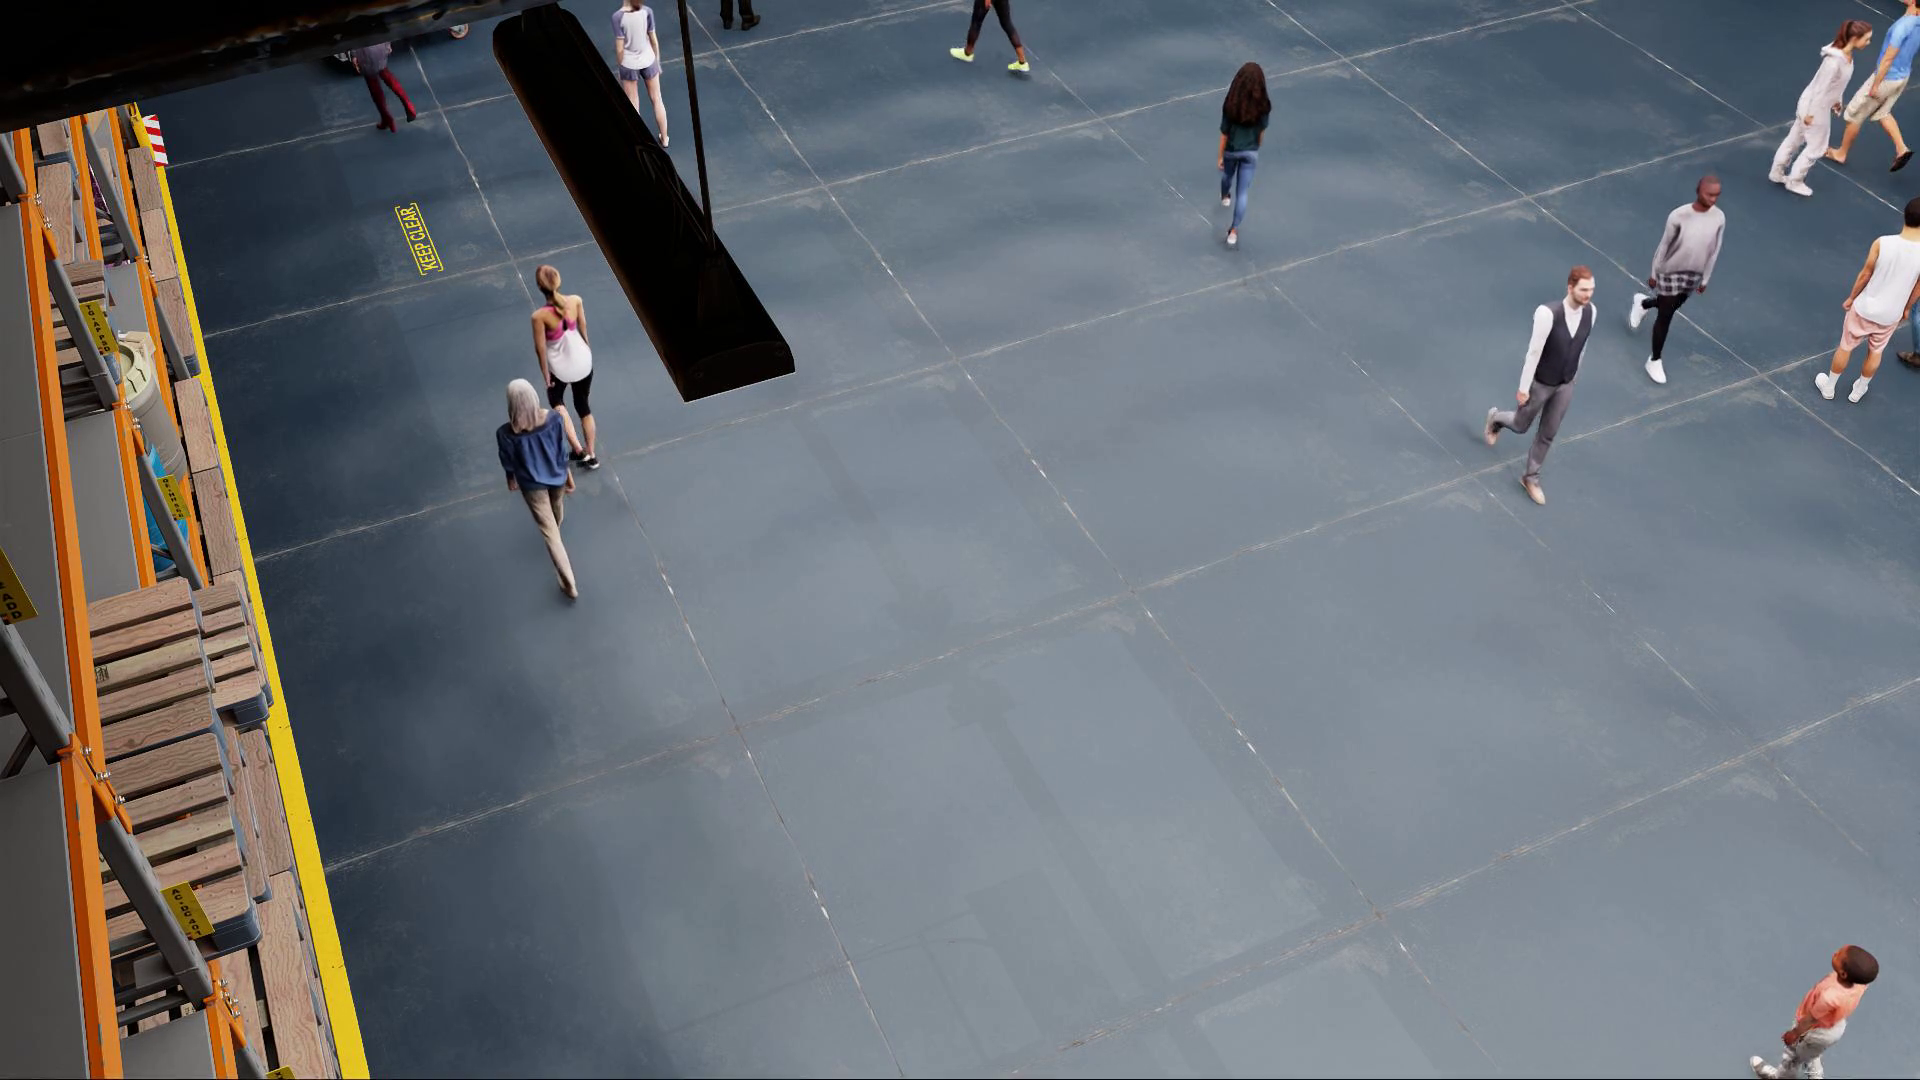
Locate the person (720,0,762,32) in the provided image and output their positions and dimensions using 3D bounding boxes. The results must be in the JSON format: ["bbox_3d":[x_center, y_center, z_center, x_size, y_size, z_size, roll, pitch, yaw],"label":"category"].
[{"bbox_3d":[-2.439,-6.352,17.595,0.776,1.919,0.797,8,44,8],"label":"person"}]

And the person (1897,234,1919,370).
[{"bbox_3d":[7.831,-2.134,13.399,0.570,1.600,1.080,-17,46,-17],"label":"person"}]

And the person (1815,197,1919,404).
[{"bbox_3d":[7.162,-1.835,12.955,0.733,1.779,0.790,14,45,14],"label":"person"}]

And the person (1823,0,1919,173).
[{"bbox_3d":[8.708,-4.265,15.460,0.703,1.844,1.039,-24,49,-23],"label":"person"}]

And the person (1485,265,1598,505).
[{"bbox_3d":[4.267,-1.218,12.206,0.794,1.919,1.090,-10,44,-10],"label":"person"}]

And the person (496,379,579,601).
[{"bbox_3d":[-2.843,-0.326,11.469,0.704,1.646,1.173,-23,48,-22],"label":"person"}]

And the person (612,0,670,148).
[{"bbox_3d":[-3.053,-4.515,15.777,0.571,1.768,0.552,-19,47,-19],"label":"person"}]

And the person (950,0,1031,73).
[{"bbox_3d":[0.425,-5.541,16.899,1.221,1.706,1.011,24,49,23],"label":"person"}]

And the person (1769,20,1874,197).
[{"bbox_3d":[7.814,-4.032,15.341,0.828,1.670,0.775,19,47,19],"label":"person"}]

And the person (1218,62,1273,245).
[{"bbox_3d":[2.503,-3.386,14.737,0.981,1.568,1.193,4,44,4],"label":"person"}]

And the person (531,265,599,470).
[{"bbox_3d":[-2.845,-1.226,12.321,0.678,1.773,0.671,-28,50,-27],"label":"person"}]

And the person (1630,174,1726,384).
[{"bbox_3d":[5.732,-2.187,13.350,0.916,1.744,1.205,-2,44,-2],"label":"person"}]

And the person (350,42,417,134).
[{"bbox_3d":[-5.608,-4.689,16.008,0.856,1.700,0.782,21,47,20],"label":"person"}]

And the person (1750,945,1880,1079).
[{"bbox_3d":[4.538,2.565,8.680,0.521,1.305,0.637,-21,48,-21],"label":"person"}]
